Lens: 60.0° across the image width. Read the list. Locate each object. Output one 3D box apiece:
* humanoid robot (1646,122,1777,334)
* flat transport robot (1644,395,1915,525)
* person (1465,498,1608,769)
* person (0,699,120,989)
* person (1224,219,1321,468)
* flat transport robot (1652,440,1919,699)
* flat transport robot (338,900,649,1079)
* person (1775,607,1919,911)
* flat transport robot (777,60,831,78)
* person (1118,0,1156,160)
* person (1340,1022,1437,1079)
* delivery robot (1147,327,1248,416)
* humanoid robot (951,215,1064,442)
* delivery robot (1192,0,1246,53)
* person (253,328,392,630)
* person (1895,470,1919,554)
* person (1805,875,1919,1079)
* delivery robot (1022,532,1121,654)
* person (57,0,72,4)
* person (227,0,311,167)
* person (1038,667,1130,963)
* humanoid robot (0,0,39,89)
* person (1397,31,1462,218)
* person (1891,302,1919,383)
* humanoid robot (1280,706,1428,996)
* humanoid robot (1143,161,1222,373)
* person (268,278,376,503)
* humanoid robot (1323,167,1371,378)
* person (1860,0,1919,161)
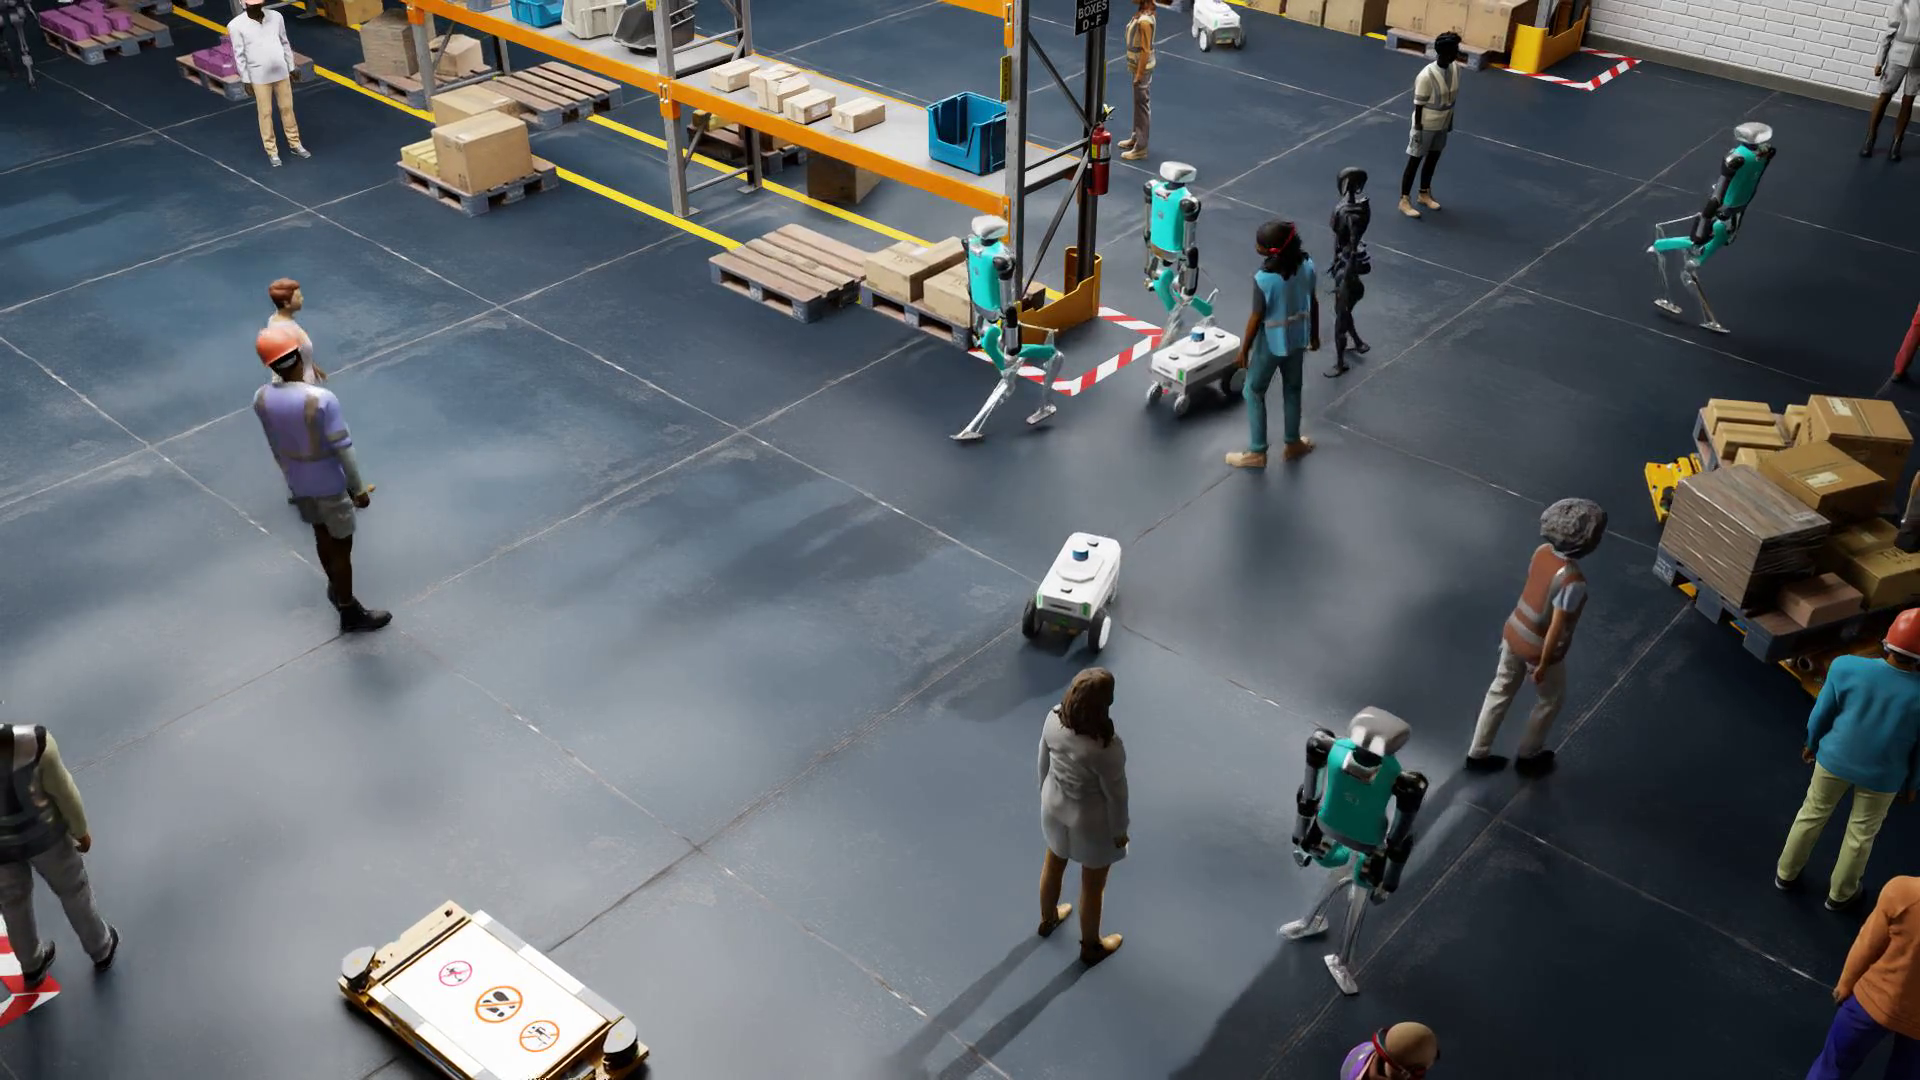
[{"bbox_3d":[5.850,-2.500,13.130,0.530,1.735,0.954,-21,40,-28],"label":"humanoid robot"},{"bbox_3d":[5.433,-0.288,11.227,1.431,0.231,0.659,6,35,8],"label":"flat transport robot"},{"bbox_3d":[3.058,0.535,8.808,0.606,1.641,0.461,-10,36,-14],"label":"person"},{"bbox_3d":[-4.281,1.310,7.570,0.600,1.814,0.432,-9,36,-13],"label":"person"},{"bbox_3d":[2.248,-1.339,11.378,0.711,1.848,0.380,-17,38,-22],"label":"person"},{"bbox_3d":[5.041,0.455,10.152,0.659,0.231,1.431,-12,36,-17],"label":"flat transport robot"},{"bbox_3d":[-2.167,2.175,7.659,1.431,0.231,0.659,24,41,31],"label":"flat transport robot"},{"bbox_3d":[4.339,1.049,7.979,0.563,1.755,0.322,25,42,32],"label":"person"},{"bbox_3d":[-2.107,-4.987,18.035,1.431,0.231,0.659,24,41,30],"label":"flat transport robot"},{"bbox_3d":[1.730,-4.578,16.113,0.313,1.778,0.468,2,35,2],"label":"person"},{"bbox_3d":[1.509,2.363,6.139,0.348,1.687,0.494,-8,35,-12],"label":"person"},{"bbox_3d":[1.780,-1.309,12.473,0.815,0.614,0.499,-27,43,-33],"label":"delivery robot"},{"bbox_3d":[0.406,-1.490,11.725,1.043,1.765,0.545,-20,39,-26],"label":"humanoid robot"},{"bbox_3d":[2.970,-5.971,19.224,0.499,0.612,0.814,-8,35,-12],"label":"delivery robot"},{"bbox_3d":[-3.807,-0.339,9.885,0.647,1.886,0.482,11,36,15],"label":"person"},{"bbox_3d":[5.715,-0.048,9.532,0.466,1.814,0.666,-19,39,-25],"label":"person"},{"bbox_3d":[3.784,1.847,6.639,0.518,1.974,0.403,19,39,25],"label":"person"},{"bbox_3d":[0.726,0.280,10.144,0.499,0.583,0.765,13,37,17],"label":"delivery robot"},{"bbox_3d":[-11.016,-7.425,20.159,0.644,1.880,0.659,24,41,31],"label":"person"},{"bbox_3d":[-6.654,-4.502,16.024,0.335,1.749,0.574,28,43,34],"label":"person"},{"bbox_3d":[0.581,1.263,7.753,0.497,1.658,0.337,28,43,34],"label":"person"},{"bbox_3d":[-10.313,-5.730,17.910,0.612,1.618,0.778,-17,38,-23],"label":"humanoid robot"},{"bbox_3d":[4.257,-3.752,14.996,0.535,1.691,0.319,-23,41,-29],"label":"person"},{"bbox_3d":[7.372,-1.926,12.292,0.348,1.759,0.520,-28,44,-35],"label":"person"},{"bbox_3d":[1.826,1.332,7.572,0.635,1.760,0.786,22,40,29],"label":"humanoid robot"},{"bbox_3d":[1.692,-1.982,12.404,0.669,1.822,0.540,-22,40,-29],"label":"humanoid robot"},{"bbox_3d":[-4.292,-0.990,11.032,0.649,1.634,0.450,-22,40,-29],"label":"person"},{"bbox_3d":[2.975,-2.033,12.522,0.463,1.647,0.589,1,35,1],"label":"humanoid robot"},{"bbox_3d":[9.155,-4.626,16.061,0.547,1.924,0.387,13,37,18],"label":"person"}]
